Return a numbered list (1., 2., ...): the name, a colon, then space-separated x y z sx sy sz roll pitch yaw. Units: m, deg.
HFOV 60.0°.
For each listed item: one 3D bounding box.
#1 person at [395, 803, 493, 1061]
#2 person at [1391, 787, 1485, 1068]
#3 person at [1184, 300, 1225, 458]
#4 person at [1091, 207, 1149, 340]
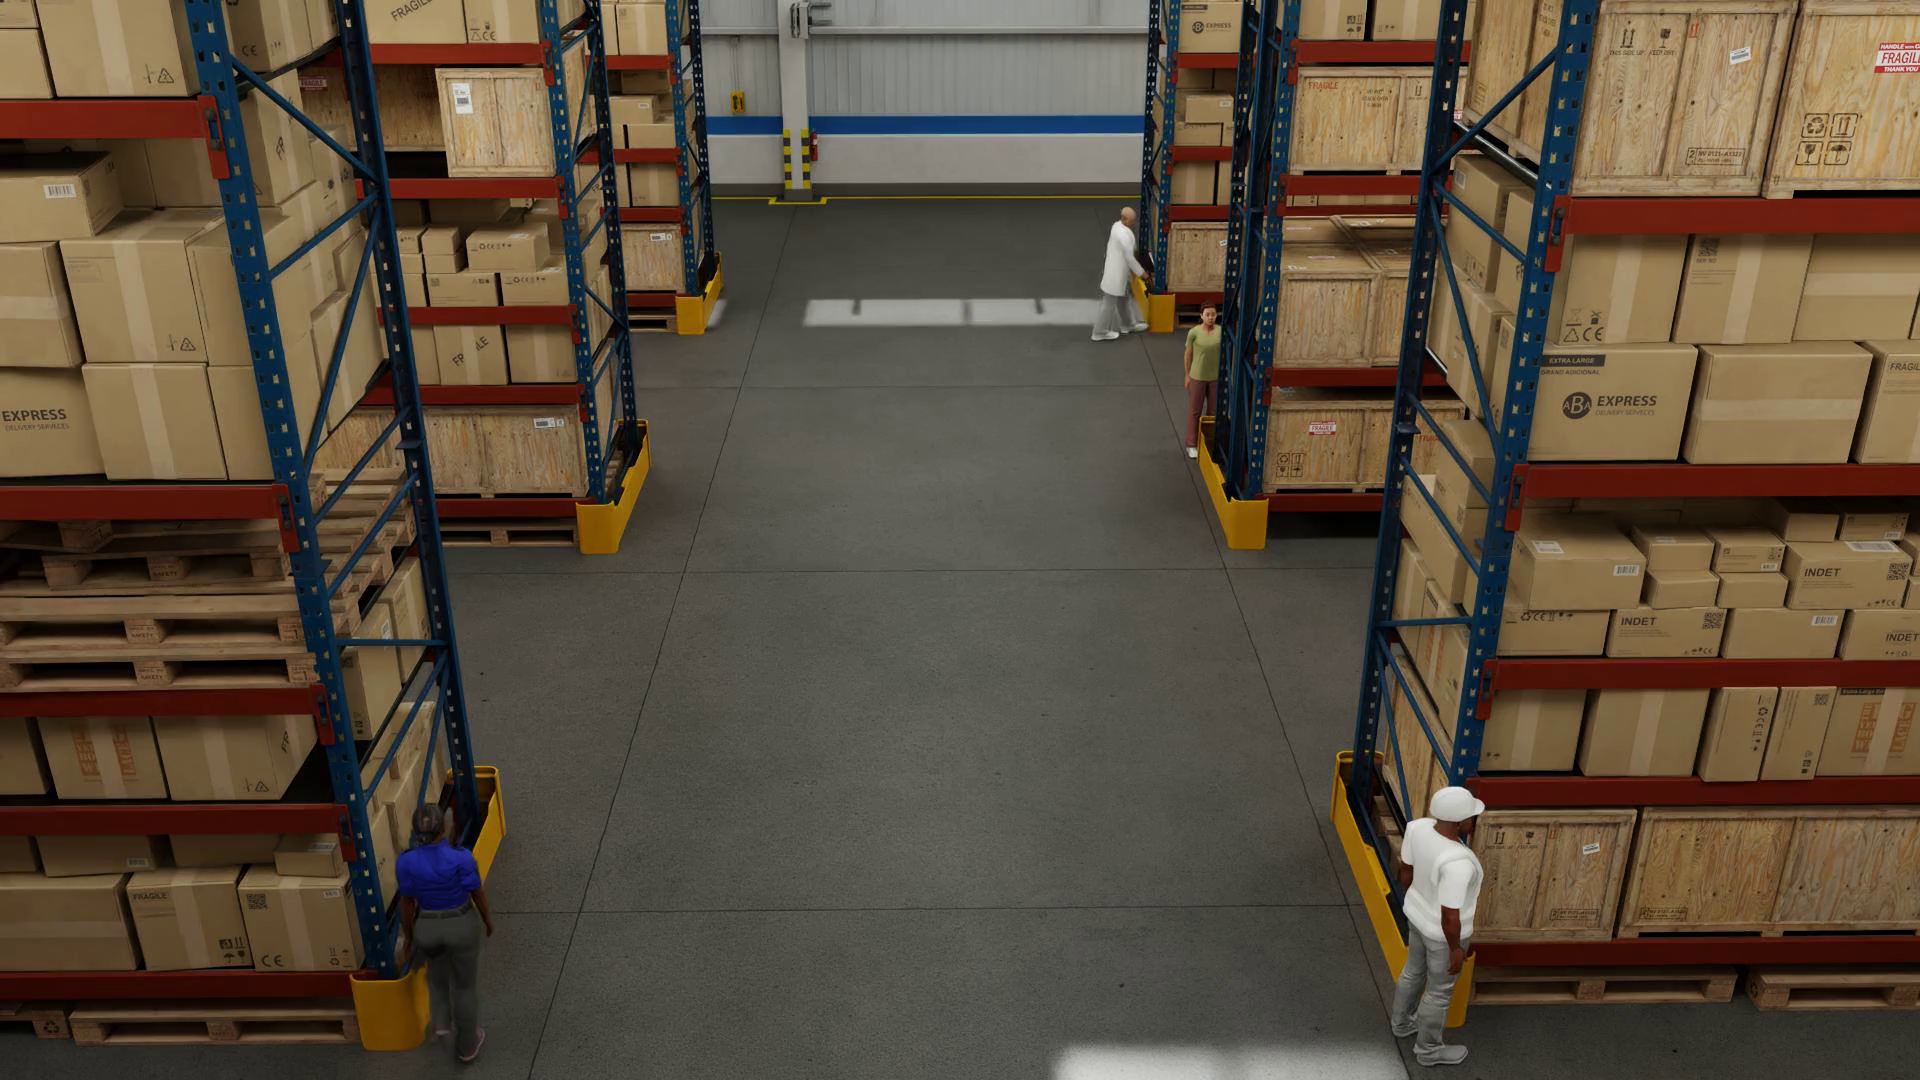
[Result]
1. person: -2.871 2.154 9.352 0.475 1.659 0.443 -1 25 -2
2. person: 2.696 2.133 9.312 0.384 1.771 0.563 -7 26 -15
3. person: 2.611 -1.712 17.650 0.434 1.670 0.405 -5 26 -11
4. person: 2.082 -3.382 21.090 0.784 1.740 0.600 -2 25 -4
